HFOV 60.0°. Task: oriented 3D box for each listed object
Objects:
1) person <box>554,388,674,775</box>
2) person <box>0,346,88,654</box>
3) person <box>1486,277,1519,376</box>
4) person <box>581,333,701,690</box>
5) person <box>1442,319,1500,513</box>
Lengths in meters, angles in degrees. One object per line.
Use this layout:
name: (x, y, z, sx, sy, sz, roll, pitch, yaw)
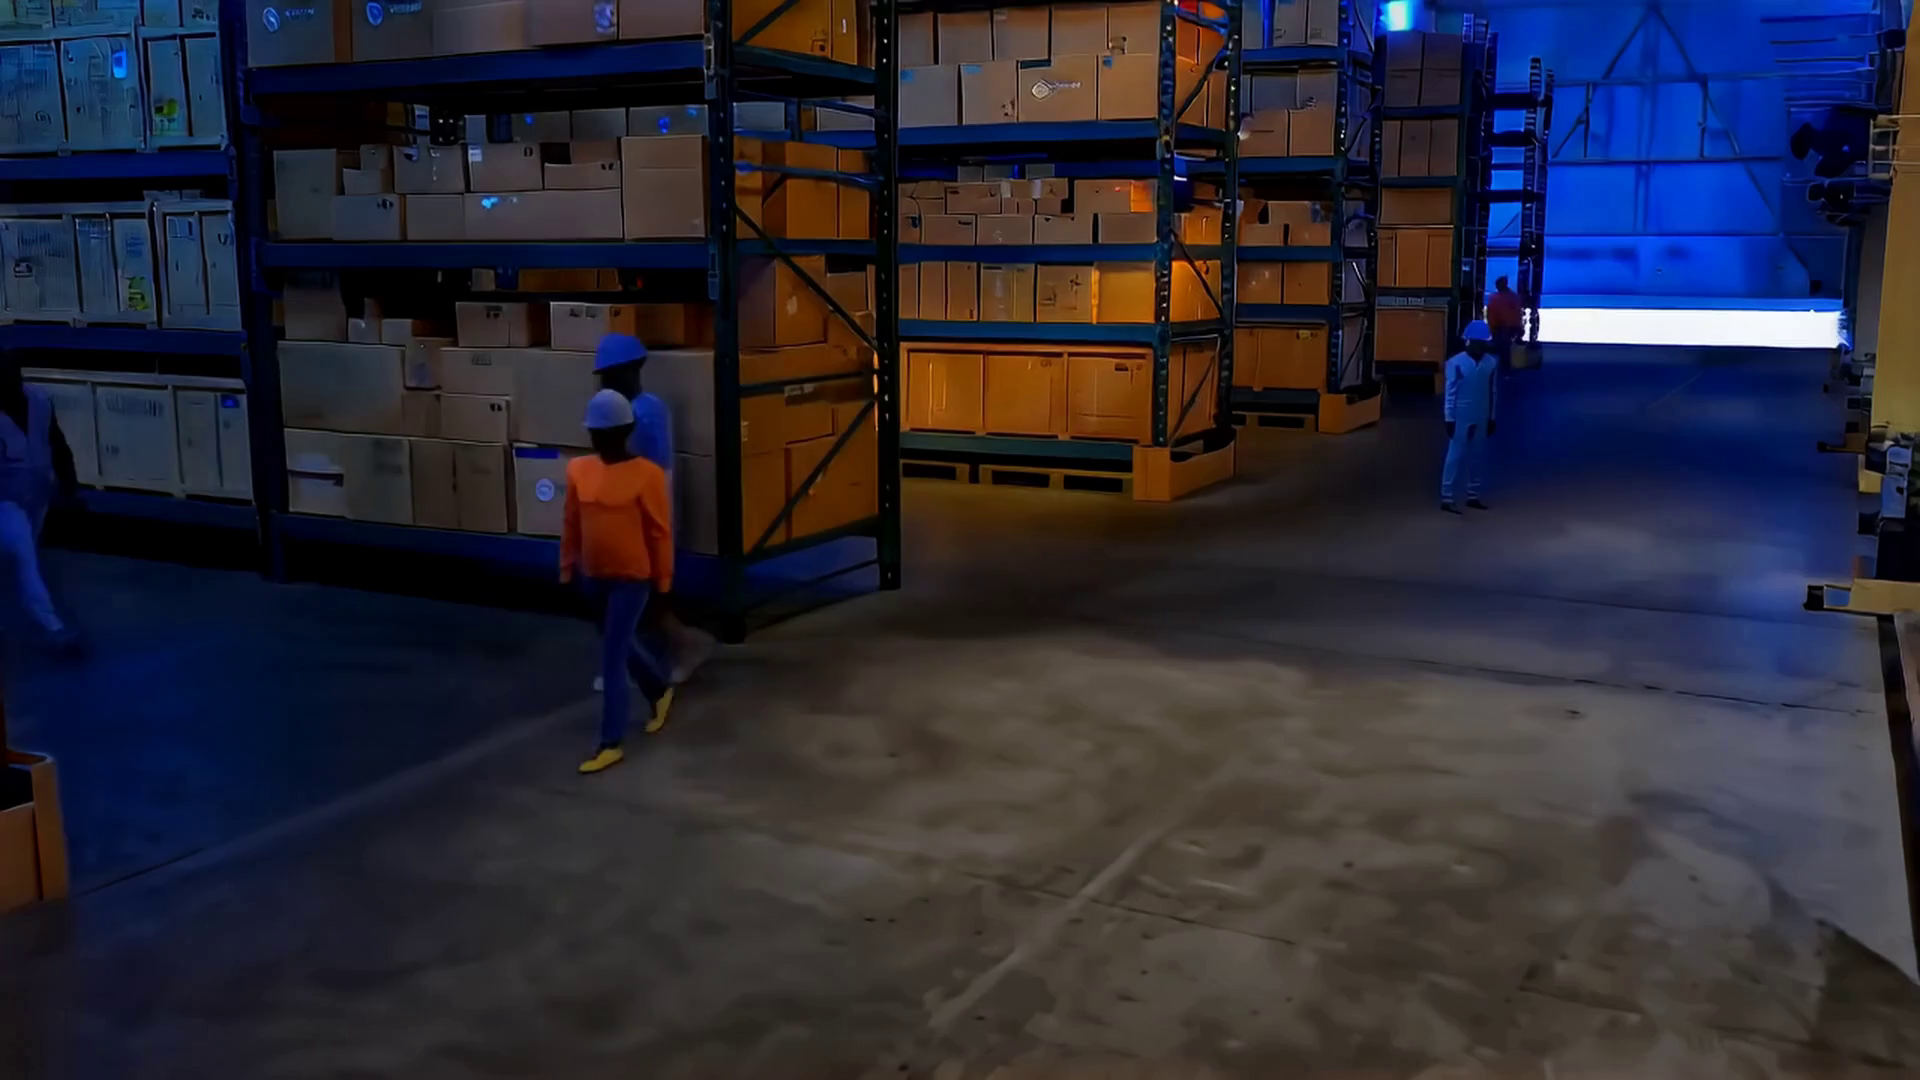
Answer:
person: (-1.565, 0.143, 7.748, 0.521, 1.731, 0.857, 4, 11, 24)
person: (-5.549, -0.242, 9.807, 0.959, 1.792, 0.635, 4, 11, 22)
person: (10.253, -4.041, 31.516, 0.694, 1.884, 0.439, -3, 10, -14)
person: (-1.768, -0.147, 8.891, 0.456, 1.910, 0.572, -8, 13, -39)
person: (4.615, -1.113, 14.984, 0.581, 1.742, 0.361, -3, 10, -19)
